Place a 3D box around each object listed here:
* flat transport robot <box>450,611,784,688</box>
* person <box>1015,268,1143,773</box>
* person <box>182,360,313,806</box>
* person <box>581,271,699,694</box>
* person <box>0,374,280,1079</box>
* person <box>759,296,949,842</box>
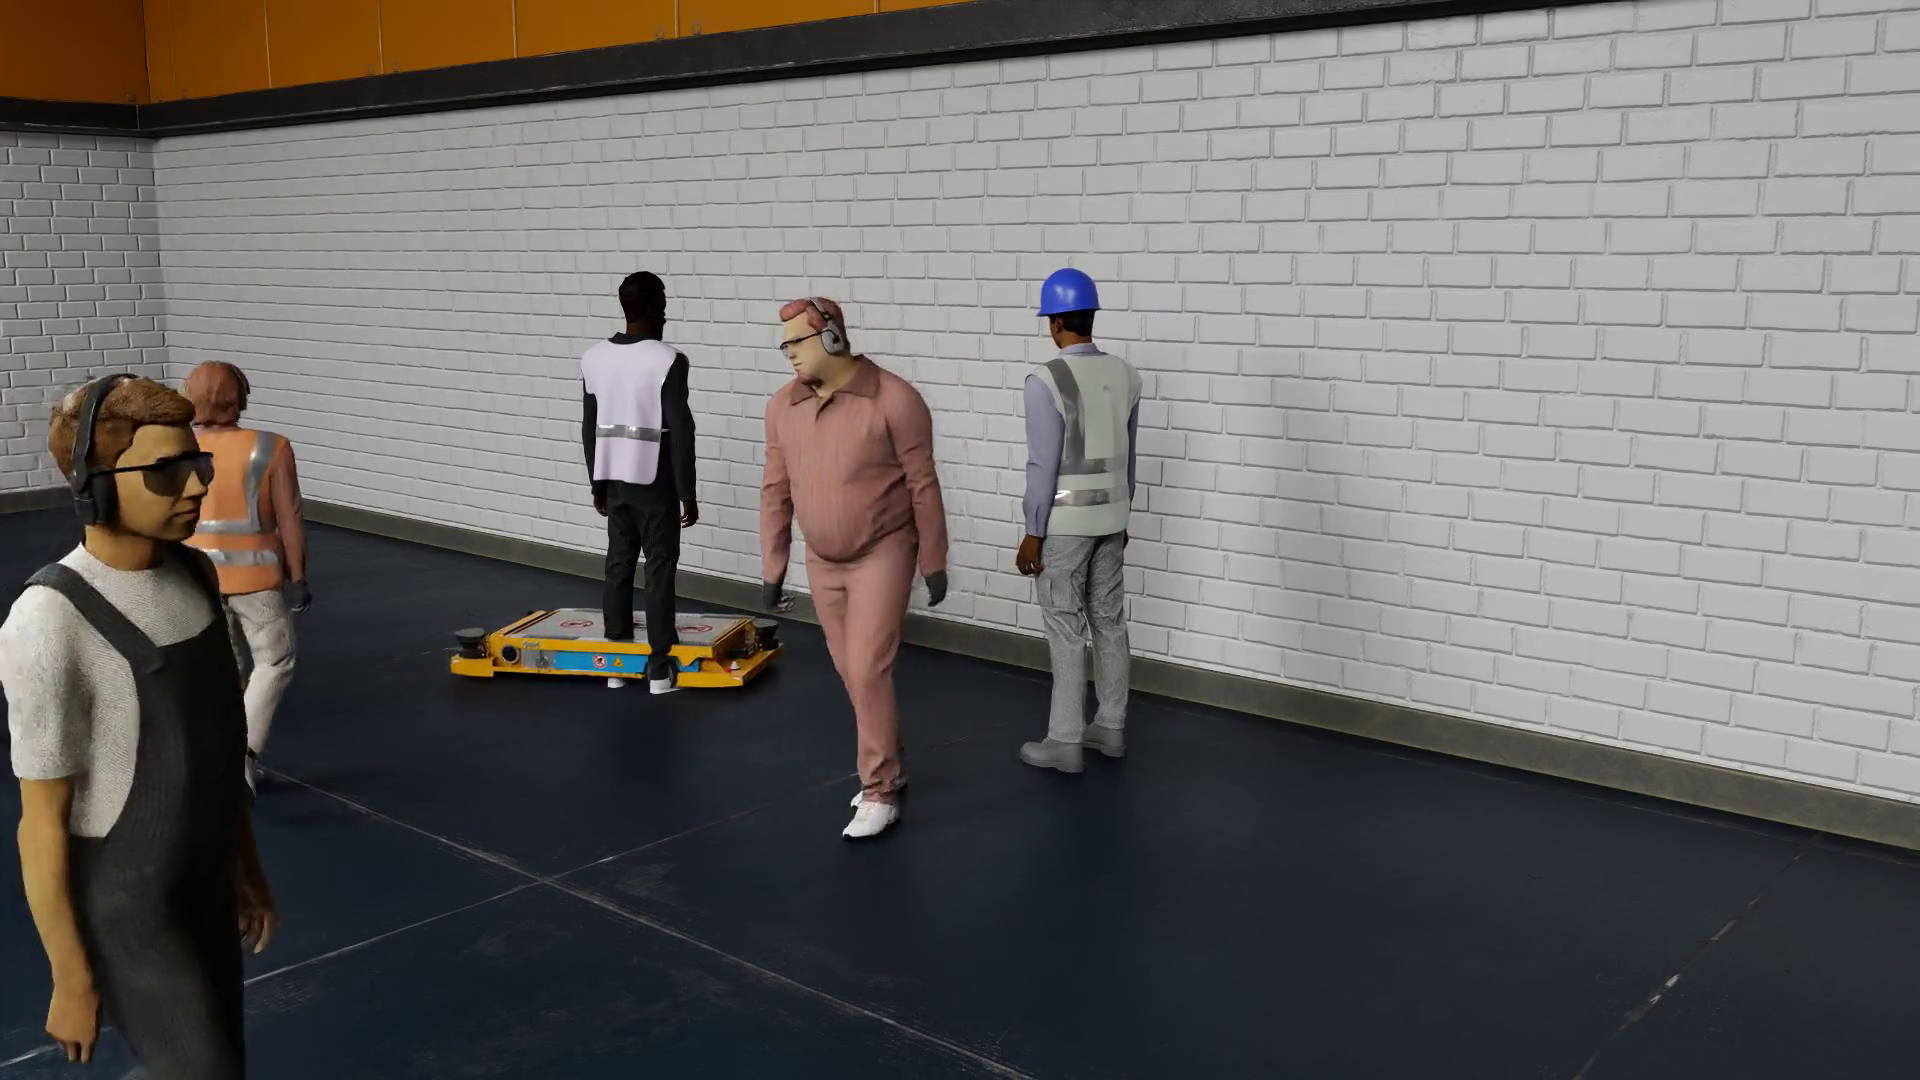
[{"bbox_3d":[-1.623,0.503,7.953,1.431,0.197,0.652,2,10,11],"label":"flat transport robot"},{"bbox_3d":[0.448,-0.075,6.480,0.614,1.942,0.406,-10,14,-44],"label":"person"},{"bbox_3d":[-2.618,0.174,5.957,0.529,1.620,0.568,-1,10,-4],"label":"person"},{"bbox_3d":[-1.459,-0.255,7.584,0.597,1.916,0.371,6,11,29],"label":"person"},{"bbox_3d":[-1.449,0.624,2.838,0.748,1.829,0.517,0,10,1],"label":"person"},{"bbox_3d":[-0.408,0.086,5.826,0.648,1.857,0.761,6,12,31],"label":"person"}]
